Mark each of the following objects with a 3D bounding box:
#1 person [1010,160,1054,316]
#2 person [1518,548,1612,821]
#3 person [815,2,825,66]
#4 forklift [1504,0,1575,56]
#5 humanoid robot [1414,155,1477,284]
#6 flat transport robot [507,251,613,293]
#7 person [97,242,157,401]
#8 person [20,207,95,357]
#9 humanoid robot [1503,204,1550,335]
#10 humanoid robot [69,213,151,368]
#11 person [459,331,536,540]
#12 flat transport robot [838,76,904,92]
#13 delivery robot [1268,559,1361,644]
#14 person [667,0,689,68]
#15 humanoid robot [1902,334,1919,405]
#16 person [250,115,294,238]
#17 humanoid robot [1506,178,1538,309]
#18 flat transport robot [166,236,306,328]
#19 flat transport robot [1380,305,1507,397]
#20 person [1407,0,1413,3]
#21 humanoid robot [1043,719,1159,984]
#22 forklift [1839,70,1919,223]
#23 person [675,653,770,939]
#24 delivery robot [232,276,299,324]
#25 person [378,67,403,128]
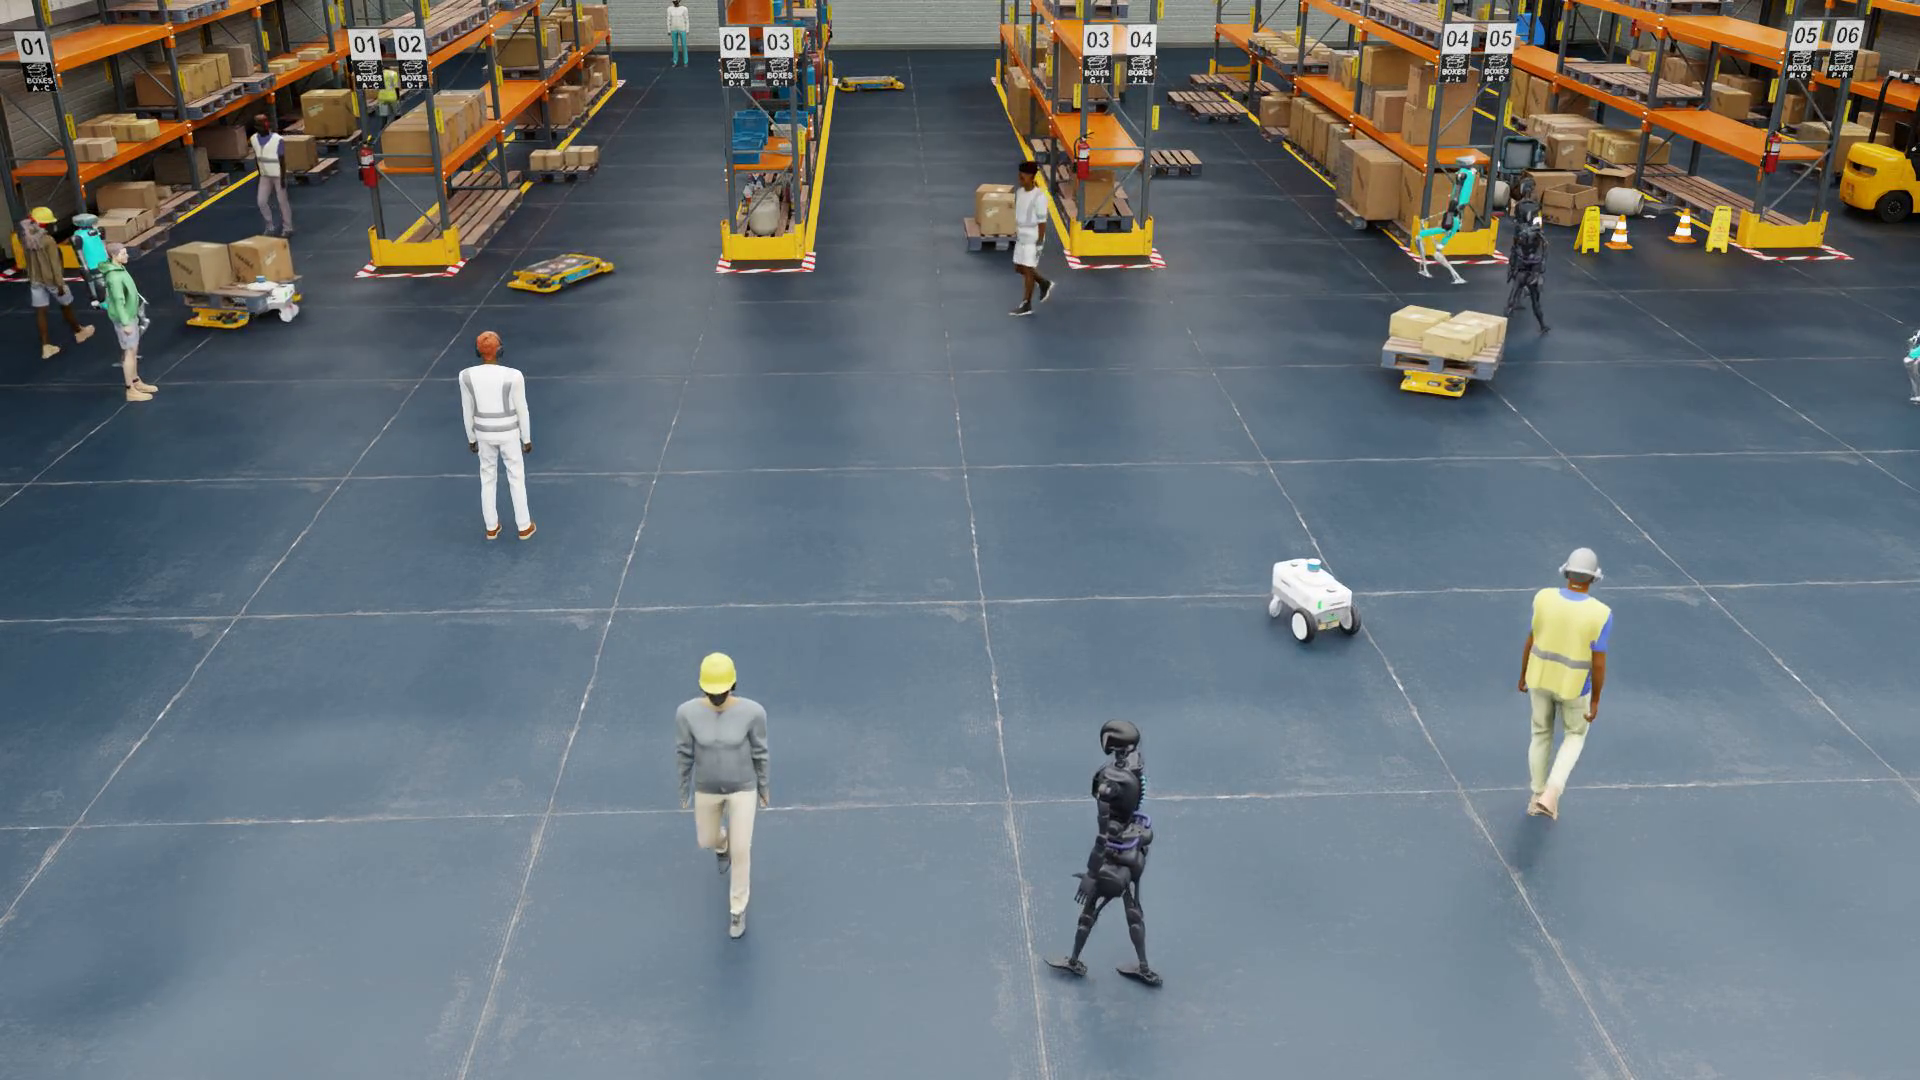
[{"bbox_3d":[0.931,-3.822,20.988,0.626,1.951,0.602,-14,27,-28],"label":"person"},{"bbox_3d":[3.743,0.926,10.418,0.531,1.878,0.512,15,28,31],"label":"person"},{"bbox_3d":[-3.416,-11.926,39.342,0.692,1.839,0.516,5,24,11],"label":"person"},{"bbox_3d":[14.700,-13.805,42.301,1.873,2.768,1.129,-1,24,-2],"label":"forklift"},{"bbox_3d":[6.452,-4.289,22.328,0.895,1.784,0.530,16,28,31],"label":"humanoid robot"},{"bbox_3d":[-5.439,-3.648,22.670,0.659,0.231,1.431,12,27,25],"label":"flat transport robot"},{"bbox_3d":[-9.021,-2.368,17.997,0.317,1.736,0.478,-7,25,-16],"label":"person"},{"bbox_3d":[-10.713,-3.082,19.611,0.582,1.707,0.875,4,24,10],"label":"person"},{"bbox_3d":[6.881,-3.242,20.092,0.745,1.641,0.611,-11,26,-23],"label":"humanoid robot"},{"bbox_3d":[-9.628,-2.851,19.028,0.703,1.750,0.537,3,24,7],"label":"humanoid robot"},{"bbox_3d":[-4.030,-0.900,14.527,0.570,1.877,0.350,1,24,1],"label":"person"},{"bbox_3d":[-2.023,-10.345,37.717,1.431,0.231,0.659,-5,24,-11],"label":"flat transport robot"},{"bbox_3d":[2.775,0.463,13.104,0.524,0.614,0.786,-9,26,-20],"label":"delivery robot"},{"bbox_3d":[-6.867,-12.420,40.539,0.533,1.766,0.315,2,24,5],"label":"person"},{"bbox_3d":[10.373,-2.202,17.746,0.755,1.883,0.562,3,24,7],"label":"humanoid robot"},{"bbox_3d":[-10.213,-5.348,24.583,0.566,1.825,0.648,6,25,13],"label":"person"},{"bbox_3d":[7.240,-3.791,21.268,0.390,1.637,0.601,4,24,10],"label":"humanoid robot"},{"bbox_3d":[-9.103,-2.982,21.173,0.659,0.231,1.431,6,25,13],"label":"flat transport robot"},{"bbox_3d":[5.441,-1.941,18.834,0.659,0.231,1.431,10,26,21],"label":"flat transport robot"},{"bbox_3d":[11.164,-13.039,41.926,0.562,1.769,0.647,16,28,31],"label":"person"},{"bbox_3d":[0.795,1.669,8.999,0.671,1.639,0.600,12,27,25],"label":"humanoid robot"},{"bbox_3d":[15.132,-6.143,25.915,2.313,2.155,1.214,-1,24,-2],"label":"forklift"},{"bbox_3d":[-1.344,1.377,9.555,0.531,1.750,0.640,0,24,-1],"label":"person"},{"bbox_3d":[-8.778,-3.022,20.934,0.816,0.613,0.499,-2,24,-4],"label":"delivery robot"},{"bbox_3d":[-10.800,-8.330,31.506,0.526,1.626,0.895,3,24,6],"label":"person"}]
